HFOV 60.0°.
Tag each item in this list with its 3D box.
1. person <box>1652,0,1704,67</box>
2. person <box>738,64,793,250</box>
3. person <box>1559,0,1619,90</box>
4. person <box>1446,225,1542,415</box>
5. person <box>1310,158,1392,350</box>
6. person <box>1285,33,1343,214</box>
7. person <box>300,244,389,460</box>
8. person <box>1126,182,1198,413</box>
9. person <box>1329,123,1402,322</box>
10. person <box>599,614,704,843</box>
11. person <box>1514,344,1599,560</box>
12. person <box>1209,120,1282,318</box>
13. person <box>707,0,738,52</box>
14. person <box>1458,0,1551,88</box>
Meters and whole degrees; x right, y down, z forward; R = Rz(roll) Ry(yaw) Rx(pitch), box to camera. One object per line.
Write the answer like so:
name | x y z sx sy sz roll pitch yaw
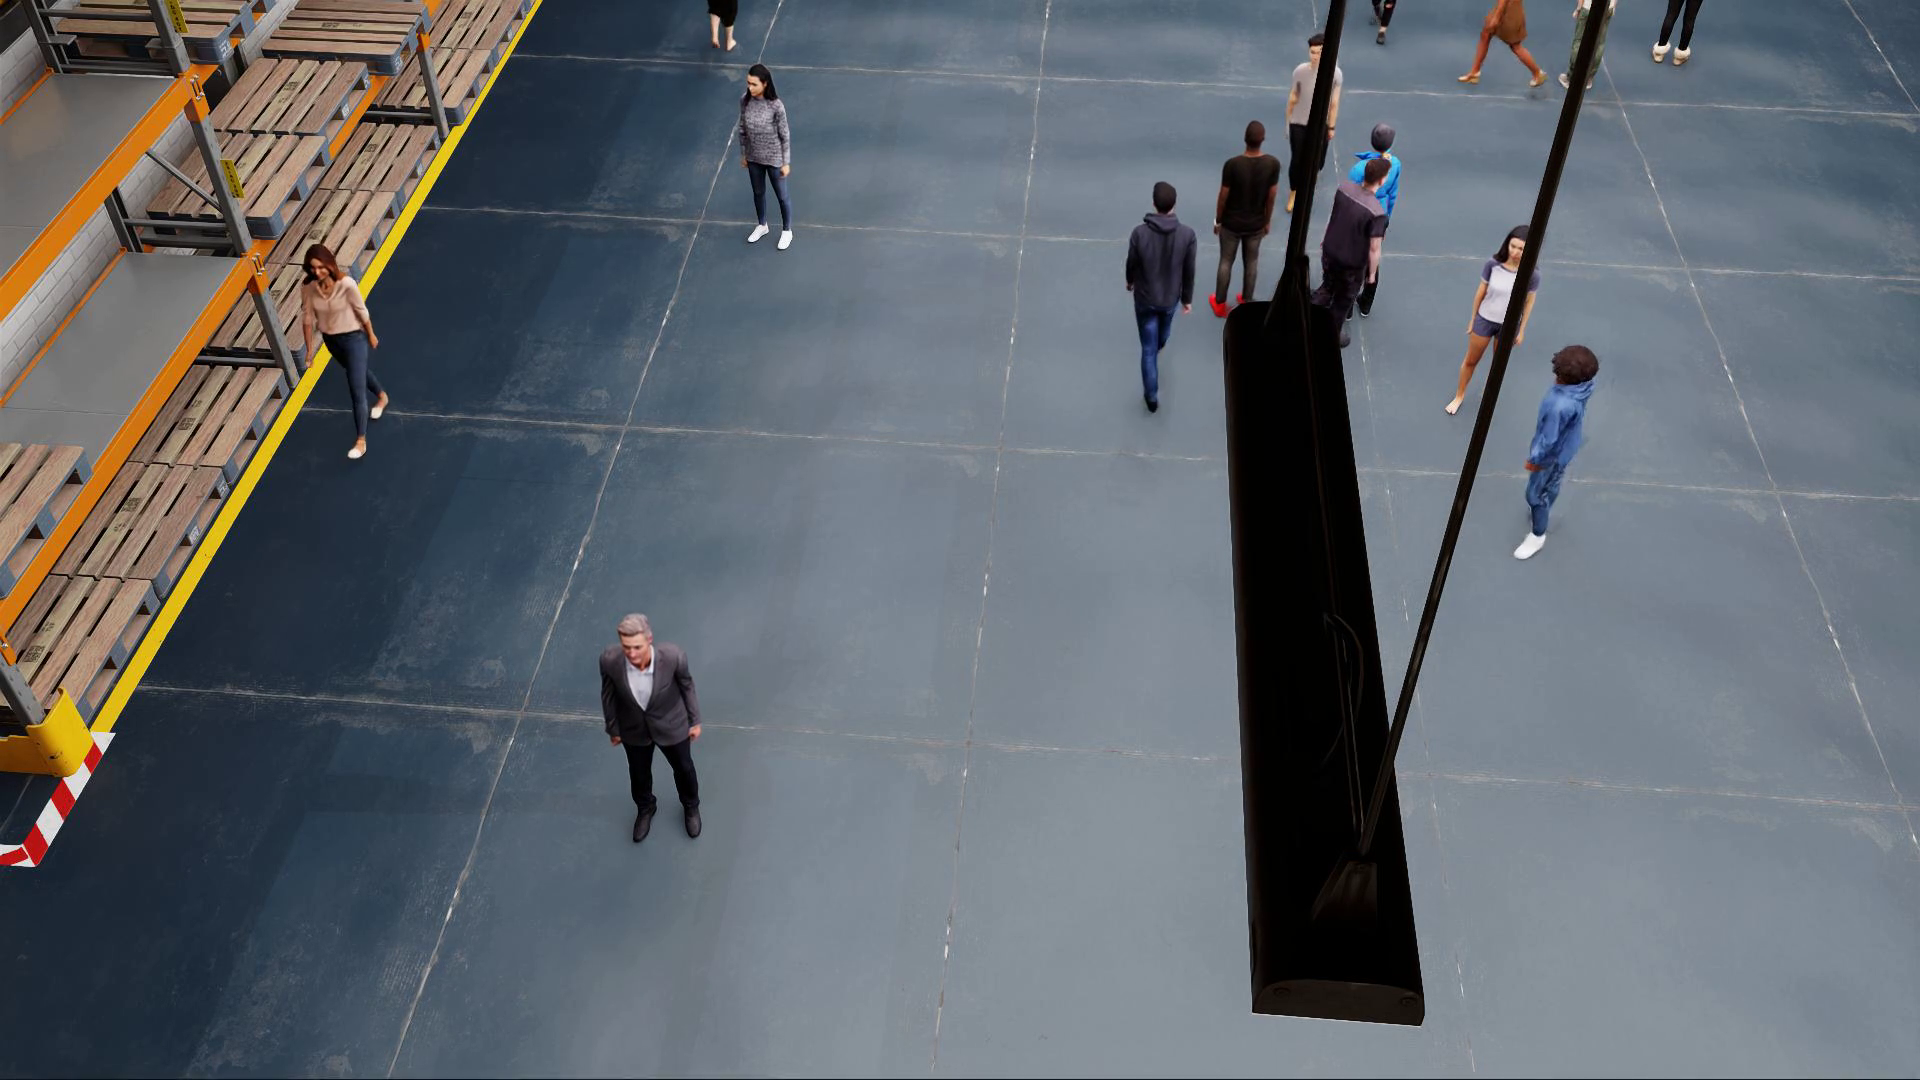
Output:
person | 7.531 -5.727 17.148 0.671 1.658 0.654 18 47 18
person | -1.699 -3.380 14.631 0.678 1.731 0.627 16 46 16
person | 6.411 -5.346 16.750 0.575 1.654 0.529 -1 44 -1
person | 4.159 -1.683 12.848 0.649 1.733 0.630 18 46 18
person | 3.033 -2.225 13.350 1.044 1.826 0.978 -25 49 -24
person | 3.196 -3.821 15.112 0.670 1.706 0.754 10 45 10
person | -4.665 -1.569 12.723 0.617 1.740 1.090 5 44 6
person | 1.534 -1.817 12.915 0.774 1.836 1.190 -1 44 -1
person | 3.370 -2.629 13.794 0.686 1.797 0.654 -12 45 -12
person | -1.814 1.093 9.857 0.766 1.839 0.644 -4 44 -4
person | 4.261 -0.725 11.804 0.744 1.786 0.950 -33 53 -30
person | 2.364 -2.647 13.807 0.657 1.805 0.584 -2 44 -2
person | -2.519 -5.798 17.256 0.615 1.612 0.738 8 44 8
person | 5.568 -5.223 16.629 0.709 1.643 1.067 10 45 10
